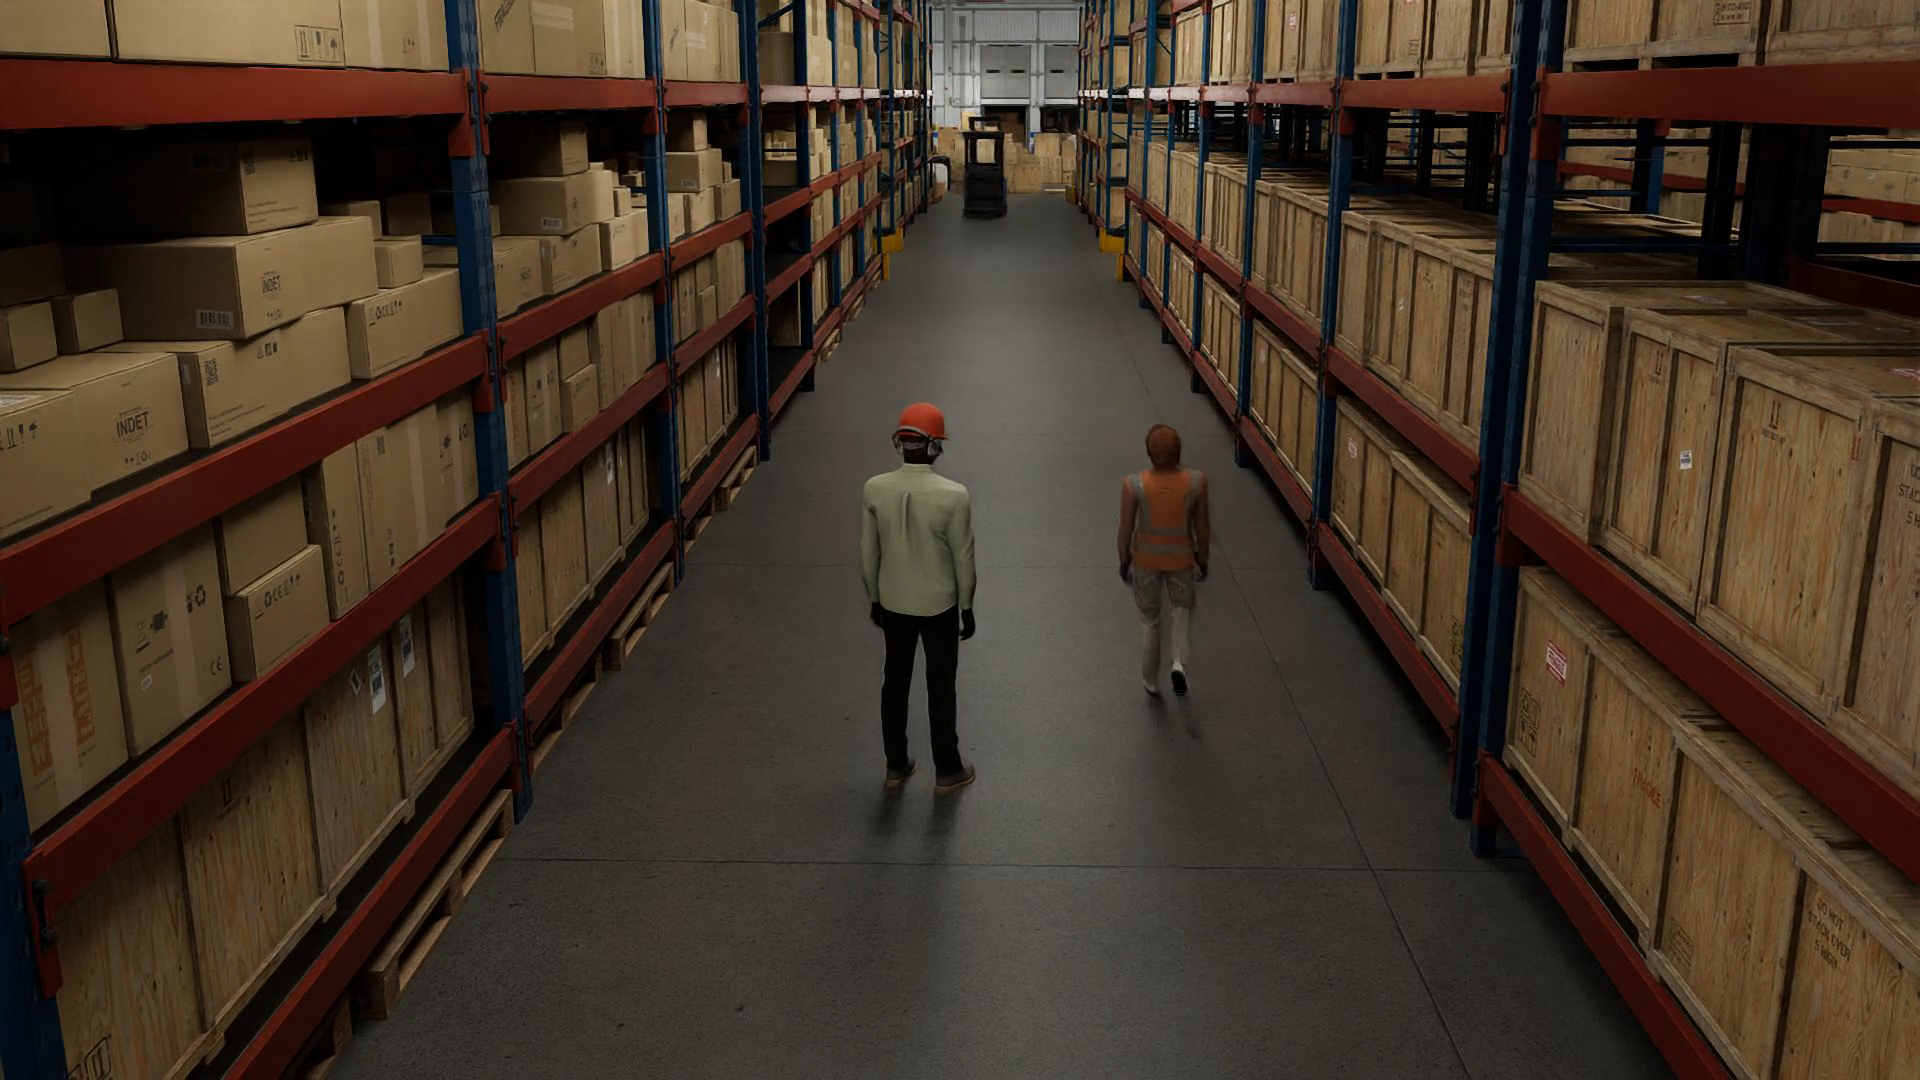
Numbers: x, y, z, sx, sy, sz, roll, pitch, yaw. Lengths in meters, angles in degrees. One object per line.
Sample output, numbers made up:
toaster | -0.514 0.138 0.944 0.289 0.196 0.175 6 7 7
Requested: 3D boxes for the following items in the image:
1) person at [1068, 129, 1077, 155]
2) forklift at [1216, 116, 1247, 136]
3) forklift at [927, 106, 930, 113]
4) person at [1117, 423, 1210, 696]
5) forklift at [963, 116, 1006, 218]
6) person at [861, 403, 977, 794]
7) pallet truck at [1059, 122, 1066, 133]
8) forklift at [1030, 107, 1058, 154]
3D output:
person | 5.094 -17.339 74.109 0.626 1.927 0.475 -4 16 -16
forklift | 7.760 -10.714 47.654 1.129 2.768 1.873 0 15 1
forklift | -1.995 -20.729 84.918 1.129 2.768 1.873 0 15 2
person | 1.178 0.137 9.646 0.544 1.623 0.406 0 15 2
forklift | 0.730 -10.691 47.570 1.129 2.768 1.873 2 15 6
person | -0.190 0.299 8.372 0.608 1.987 0.393 7 16 23
pallet truck | 5.788 -21.111 88.014 1.885 1.965 0.823 5 16 18
forklift | 4.232 -19.269 79.486 1.129 2.768 1.873 -8 17 -26
